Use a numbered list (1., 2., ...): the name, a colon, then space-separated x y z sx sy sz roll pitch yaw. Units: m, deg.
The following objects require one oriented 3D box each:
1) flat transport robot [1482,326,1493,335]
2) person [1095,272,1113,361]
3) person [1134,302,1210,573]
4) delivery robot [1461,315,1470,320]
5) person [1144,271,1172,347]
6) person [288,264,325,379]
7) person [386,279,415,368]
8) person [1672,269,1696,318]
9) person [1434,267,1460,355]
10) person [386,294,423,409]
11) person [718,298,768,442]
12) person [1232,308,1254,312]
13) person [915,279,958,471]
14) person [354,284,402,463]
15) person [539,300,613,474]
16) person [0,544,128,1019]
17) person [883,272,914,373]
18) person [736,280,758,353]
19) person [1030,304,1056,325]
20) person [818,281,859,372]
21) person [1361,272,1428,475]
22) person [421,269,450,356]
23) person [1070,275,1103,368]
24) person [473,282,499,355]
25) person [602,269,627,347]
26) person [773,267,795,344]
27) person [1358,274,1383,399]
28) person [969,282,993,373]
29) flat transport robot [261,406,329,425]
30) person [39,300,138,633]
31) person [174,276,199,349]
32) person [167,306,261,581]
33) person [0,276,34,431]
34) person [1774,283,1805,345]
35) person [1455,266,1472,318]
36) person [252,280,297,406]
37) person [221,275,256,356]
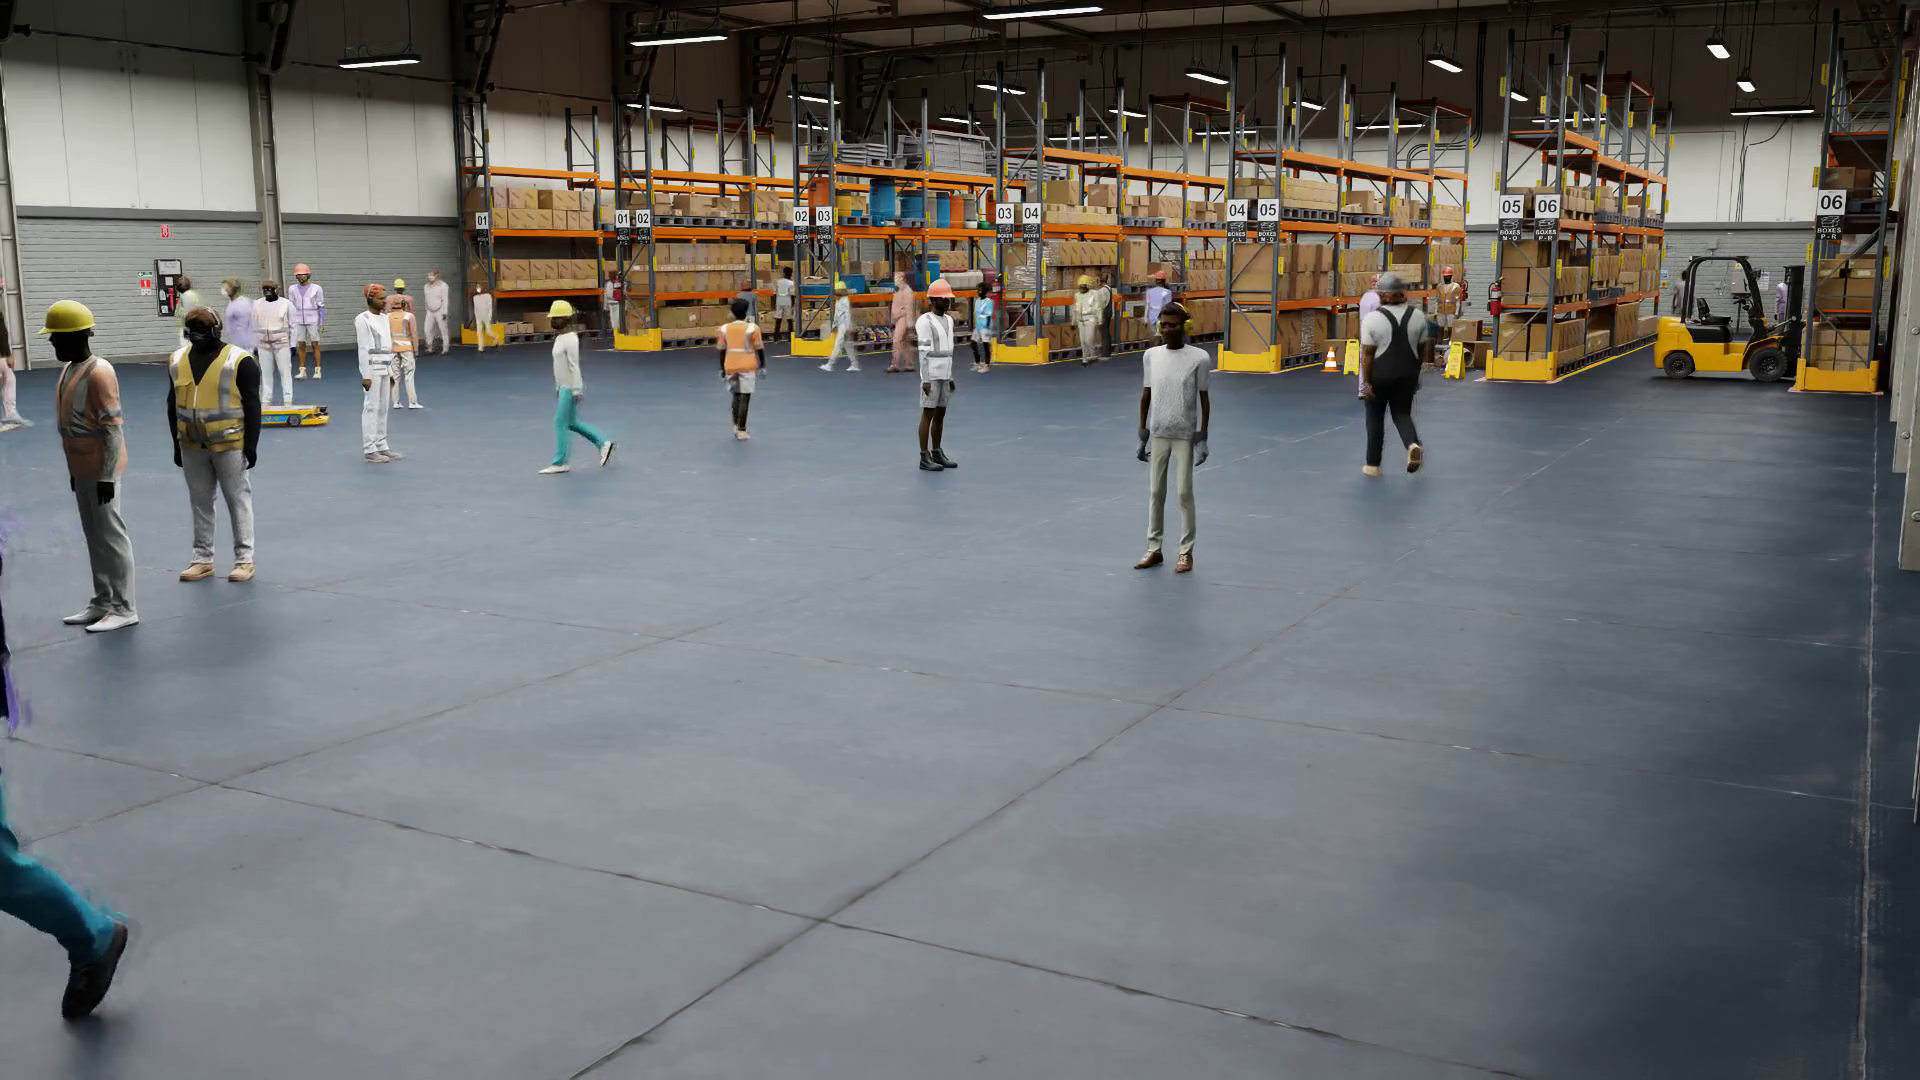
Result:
1. flat transport robot: 14.615 -5.768 45.785 0.652 0.197 1.431 5 11 29
2. person: 2.995 -4.632 34.535 0.324 1.842 0.514 4 10 20
3. person: 1.468 -0.707 11.493 0.534 1.864 0.310 5 11 28
4. delivery robot: 13.731 -5.947 45.729 0.707 0.478 0.477 -1 10 -4
5. person: 3.928 -4.322 32.626 0.566 1.877 1.032 7 12 34
6. person: -11.540 -3.846 29.352 0.615 2.041 0.390 0 10 -1
7. person: -10.823 -4.168 32.177 0.532 1.722 0.902 -3 10 -17
8. person: 17.920 -5.764 41.154 0.506 1.848 0.447 5 11 26
9. person: 10.610 -4.977 36.281 0.552 1.935 0.374 7 12 36
10. person: -7.938 -2.673 23.665 0.513 1.639 0.313 2 10 14
11. person: -2.552 -2.016 19.722 0.551 1.676 0.675 3 10 20
12. person: 5.923 -4.839 35.203 0.606 2.035 0.403 5 11 27
13. person: -0.216 -1.678 16.962 0.372 1.939 0.544 6 12 33
14. person: -6.182 -1.766 17.639 0.337 1.882 0.585 1 10 8
15. person: -3.893 -1.545 16.768 0.739 1.743 0.531 -5 11 -26
16. person: -2.710 0.524 4.420 0.567 1.818 0.868 3 10 16
17. person: -1.193 -4.052 31.044 0.812 1.877 0.677 -4 10 -21
18. person: -4.773 -5.009 37.355 0.507 1.631 0.264 -4 10 -20
19. person: 1.883 -5.207 37.670 0.623 1.932 0.370 0 10 1
20. person: -2.280 -4.026 31.430 0.877 1.694 0.497 -4 10 -21
21. person: 4.250 -1.626 16.360 0.679 2.000 0.740 -1 10 -8
22. person: -11.454 -4.941 36.256 0.668 1.880 0.776 3 10 17
23. person: 2.459 -4.247 32.397 0.667 1.806 0.503 8 12 37
24. person: -10.553 -4.932 36.950 0.517 1.613 0.614 3 10 19
25. person: -8.291 -5.566 39.929 0.596 1.868 0.433 5 11 29
26. person: -4.393 -5.848 41.507 0.618 1.914 0.714 4 10 20
27. person: 6.255 -3.050 25.091 0.399 1.908 0.643 -1 10 -7
28. person: 0.372 -3.928 30.832 0.483 1.685 0.555 -6 11 -32
29. flat transport robot: -8.884 -1.596 21.355 1.431 0.197 0.652 -3 10 -18
30. person: -5.056 -0.425 9.669 0.589 1.924 0.384 9 14 44
31. person: -13.679 -3.783 29.634 0.648 1.821 0.633 -3 10 -18
32. person: -5.000 -0.637 11.151 0.623 1.844 0.430 1 10 6
33. person: -11.888 -2.340 20.718 0.742 1.972 0.652 -9 13 -41
34. person: 18.407 -5.077 36.942 0.589 1.919 0.402 4 11 25
35. person: 14.097 -6.731 46.687 0.953 1.885 0.556 -2 10 -10
36. person: -9.730 -2.763 23.599 0.623 1.845 0.430 0 10 -3
37. person: -9.406 -2.471 21.647 0.438 1.924 0.658 -6 11 -30
